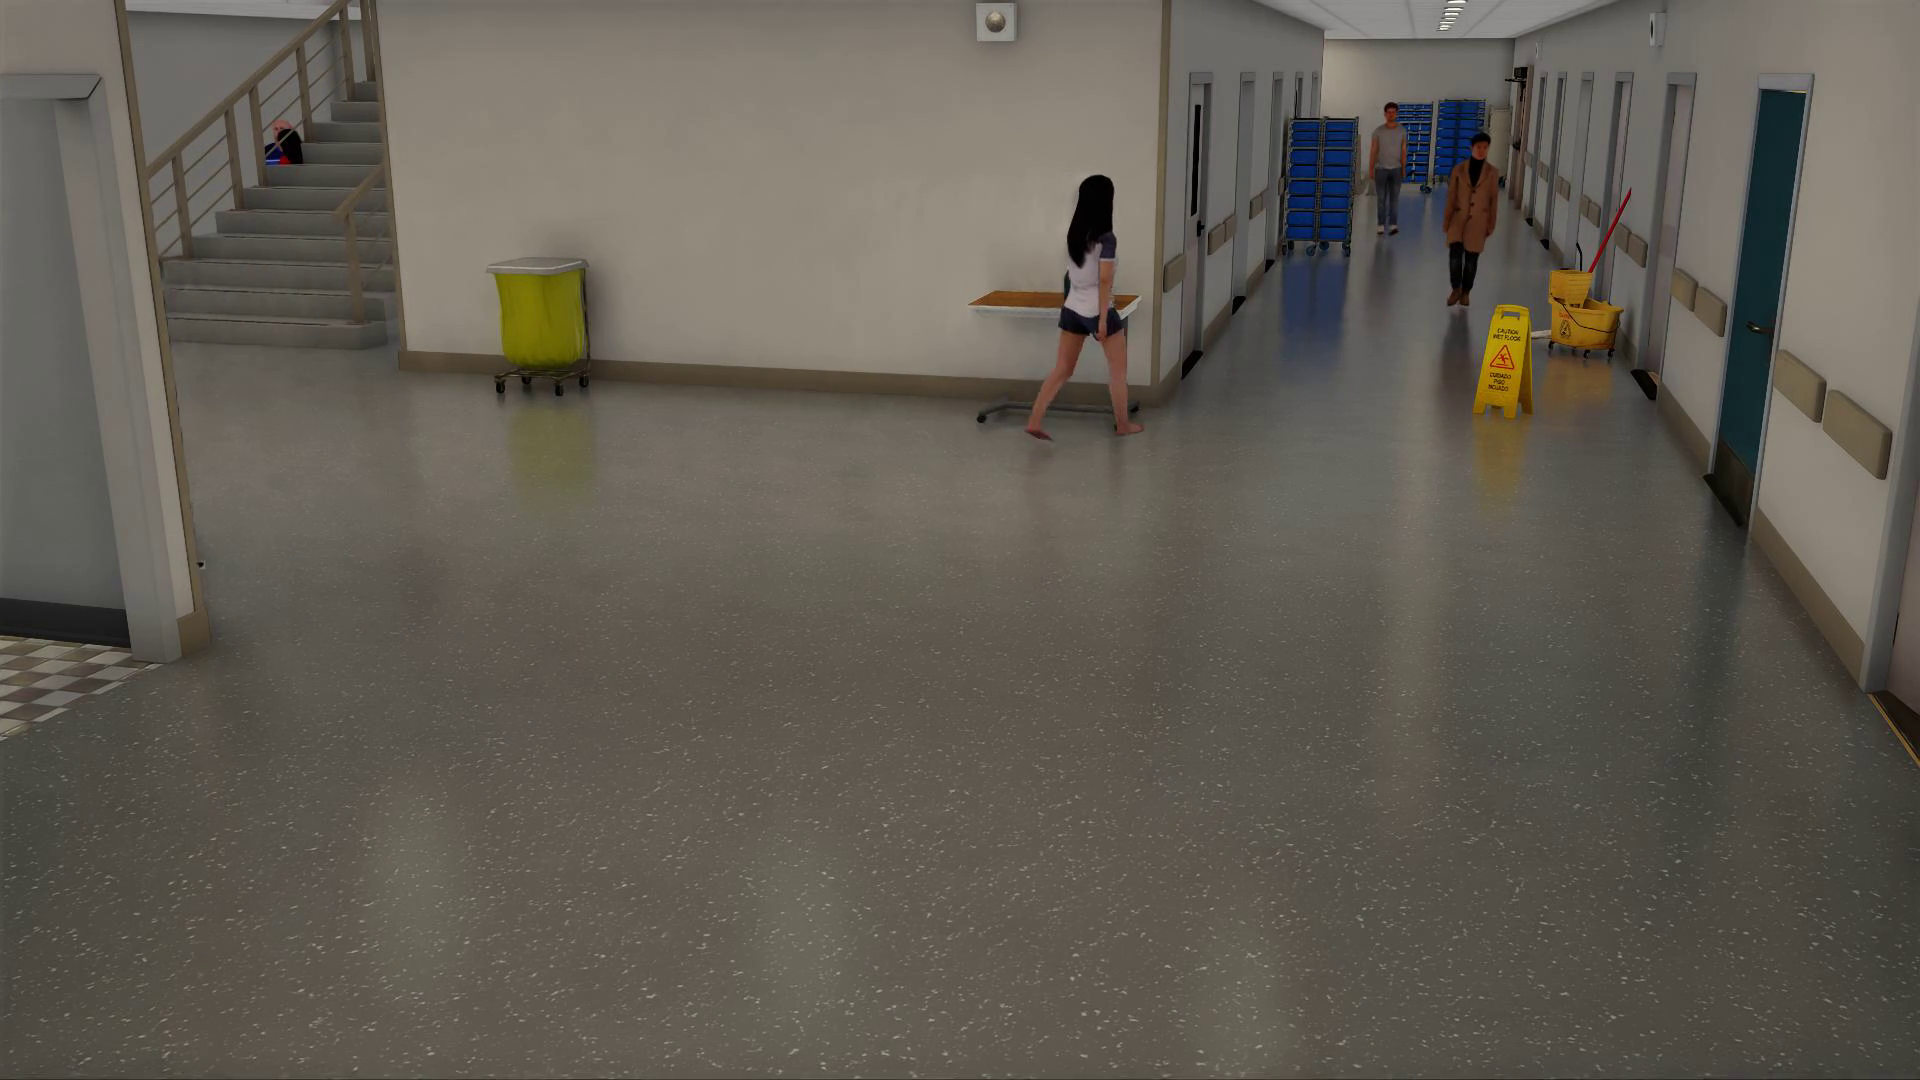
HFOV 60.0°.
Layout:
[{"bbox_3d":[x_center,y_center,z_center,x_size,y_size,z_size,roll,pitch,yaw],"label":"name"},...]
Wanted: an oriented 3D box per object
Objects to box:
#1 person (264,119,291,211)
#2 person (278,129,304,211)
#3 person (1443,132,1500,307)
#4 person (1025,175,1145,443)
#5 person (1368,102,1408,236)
[{"bbox_3d":[-7.195,-3.575,17.816,0.757,1.842,0.756,-4,16,-15],"label":"person"},{"bbox_3d":[-6.901,-3.387,17.324,0.704,1.748,0.586,2,16,6],"label":"person"},{"bbox_3d":[5.129,-3.216,16.712,0.670,1.710,0.685,5,17,18],"label":"person"},{"bbox_3d":[0.739,-1.401,10.435,1.197,1.664,1.046,-12,20,-37],"label":"person"},{"bbox_3d":[6.195,-5.357,24.099,0.787,1.863,1.075,2,16,7],"label":"person"}]
